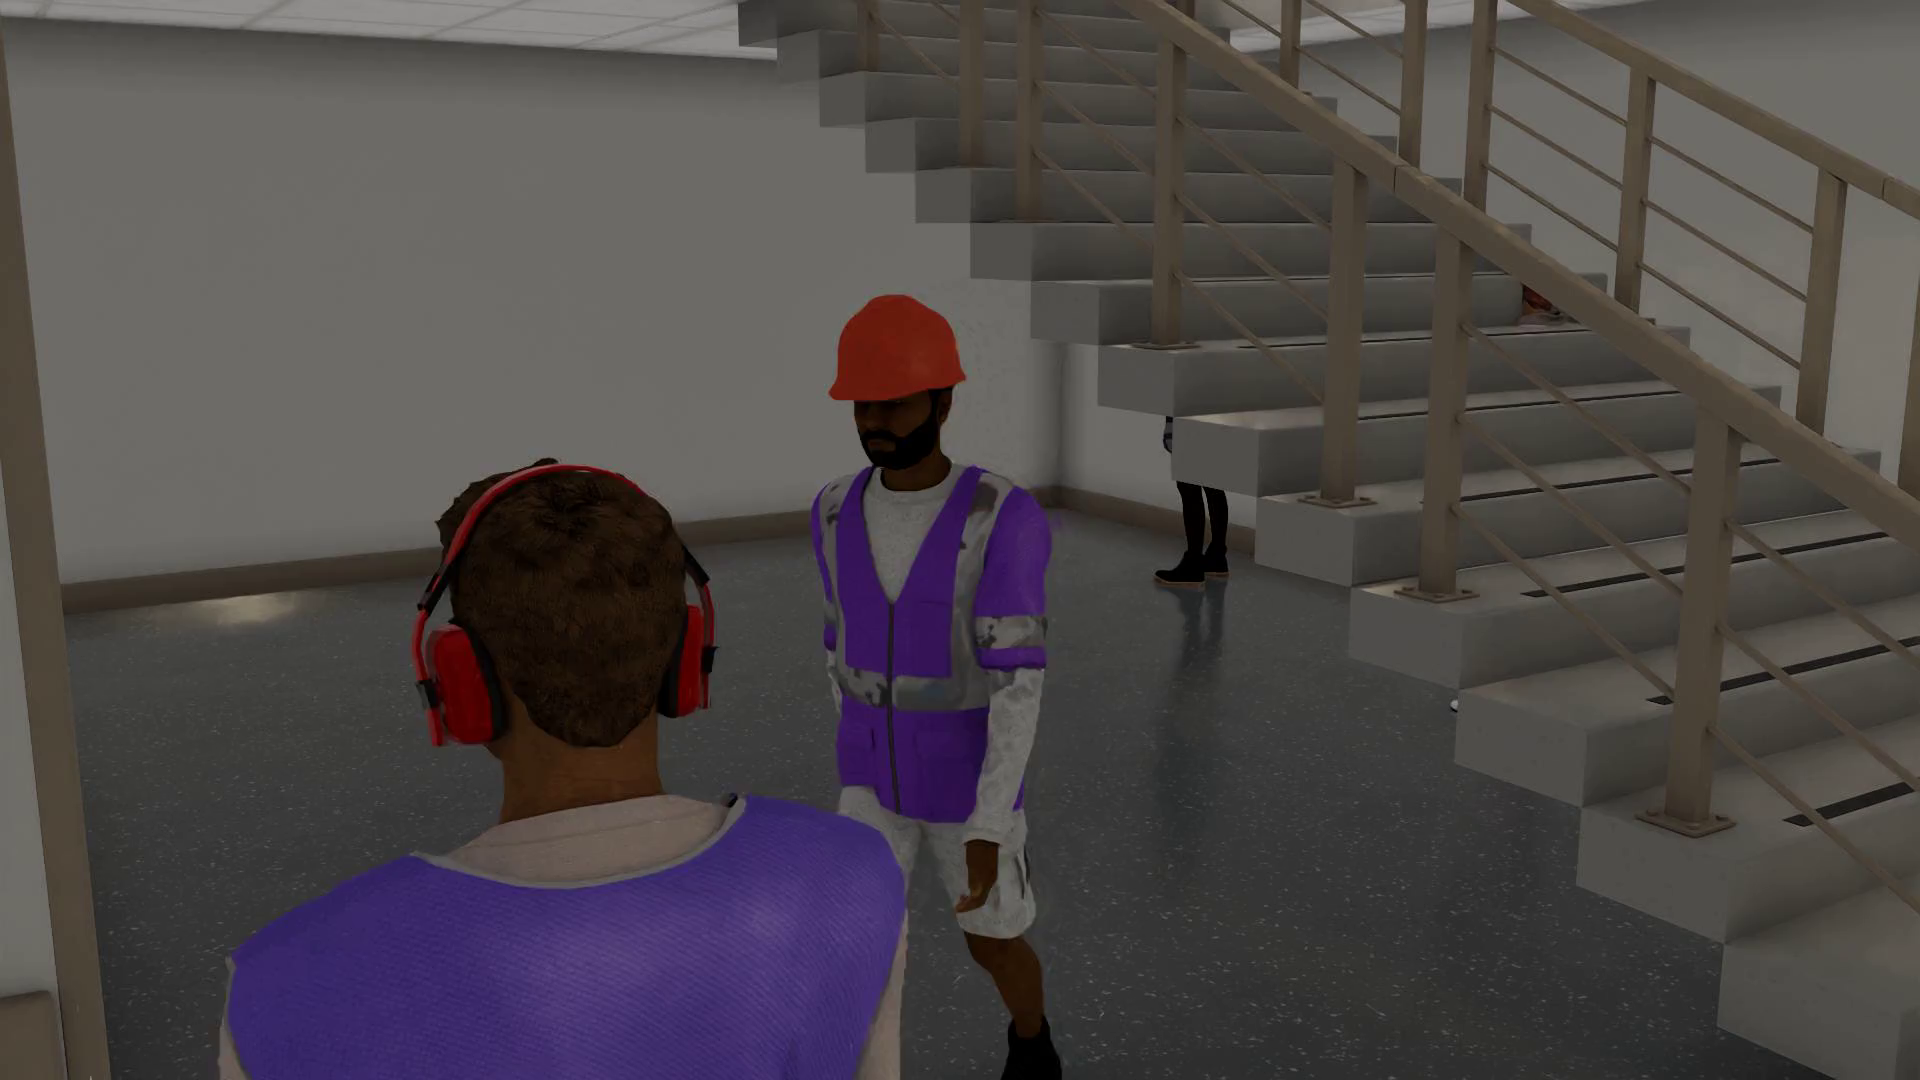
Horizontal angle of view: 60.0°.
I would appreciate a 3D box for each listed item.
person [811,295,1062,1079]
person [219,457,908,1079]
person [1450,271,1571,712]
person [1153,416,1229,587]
[{"bbox_3d":[-0.044,0.457,3.355,0.550,1.900,0.971,5,12,26],"label":"person"},{"bbox_3d":[-0.293,0.851,1.424,0.559,1.836,0.385,-7,13,-33],"label":"person"},{"bbox_3d":[2.279,-0.213,6.816,0.652,1.906,0.403,-9,14,-40],"label":"person"},{"bbox_3d":[1.323,-0.720,9.359,0.385,1.957,0.602,7,13,34],"label":"person"}]
